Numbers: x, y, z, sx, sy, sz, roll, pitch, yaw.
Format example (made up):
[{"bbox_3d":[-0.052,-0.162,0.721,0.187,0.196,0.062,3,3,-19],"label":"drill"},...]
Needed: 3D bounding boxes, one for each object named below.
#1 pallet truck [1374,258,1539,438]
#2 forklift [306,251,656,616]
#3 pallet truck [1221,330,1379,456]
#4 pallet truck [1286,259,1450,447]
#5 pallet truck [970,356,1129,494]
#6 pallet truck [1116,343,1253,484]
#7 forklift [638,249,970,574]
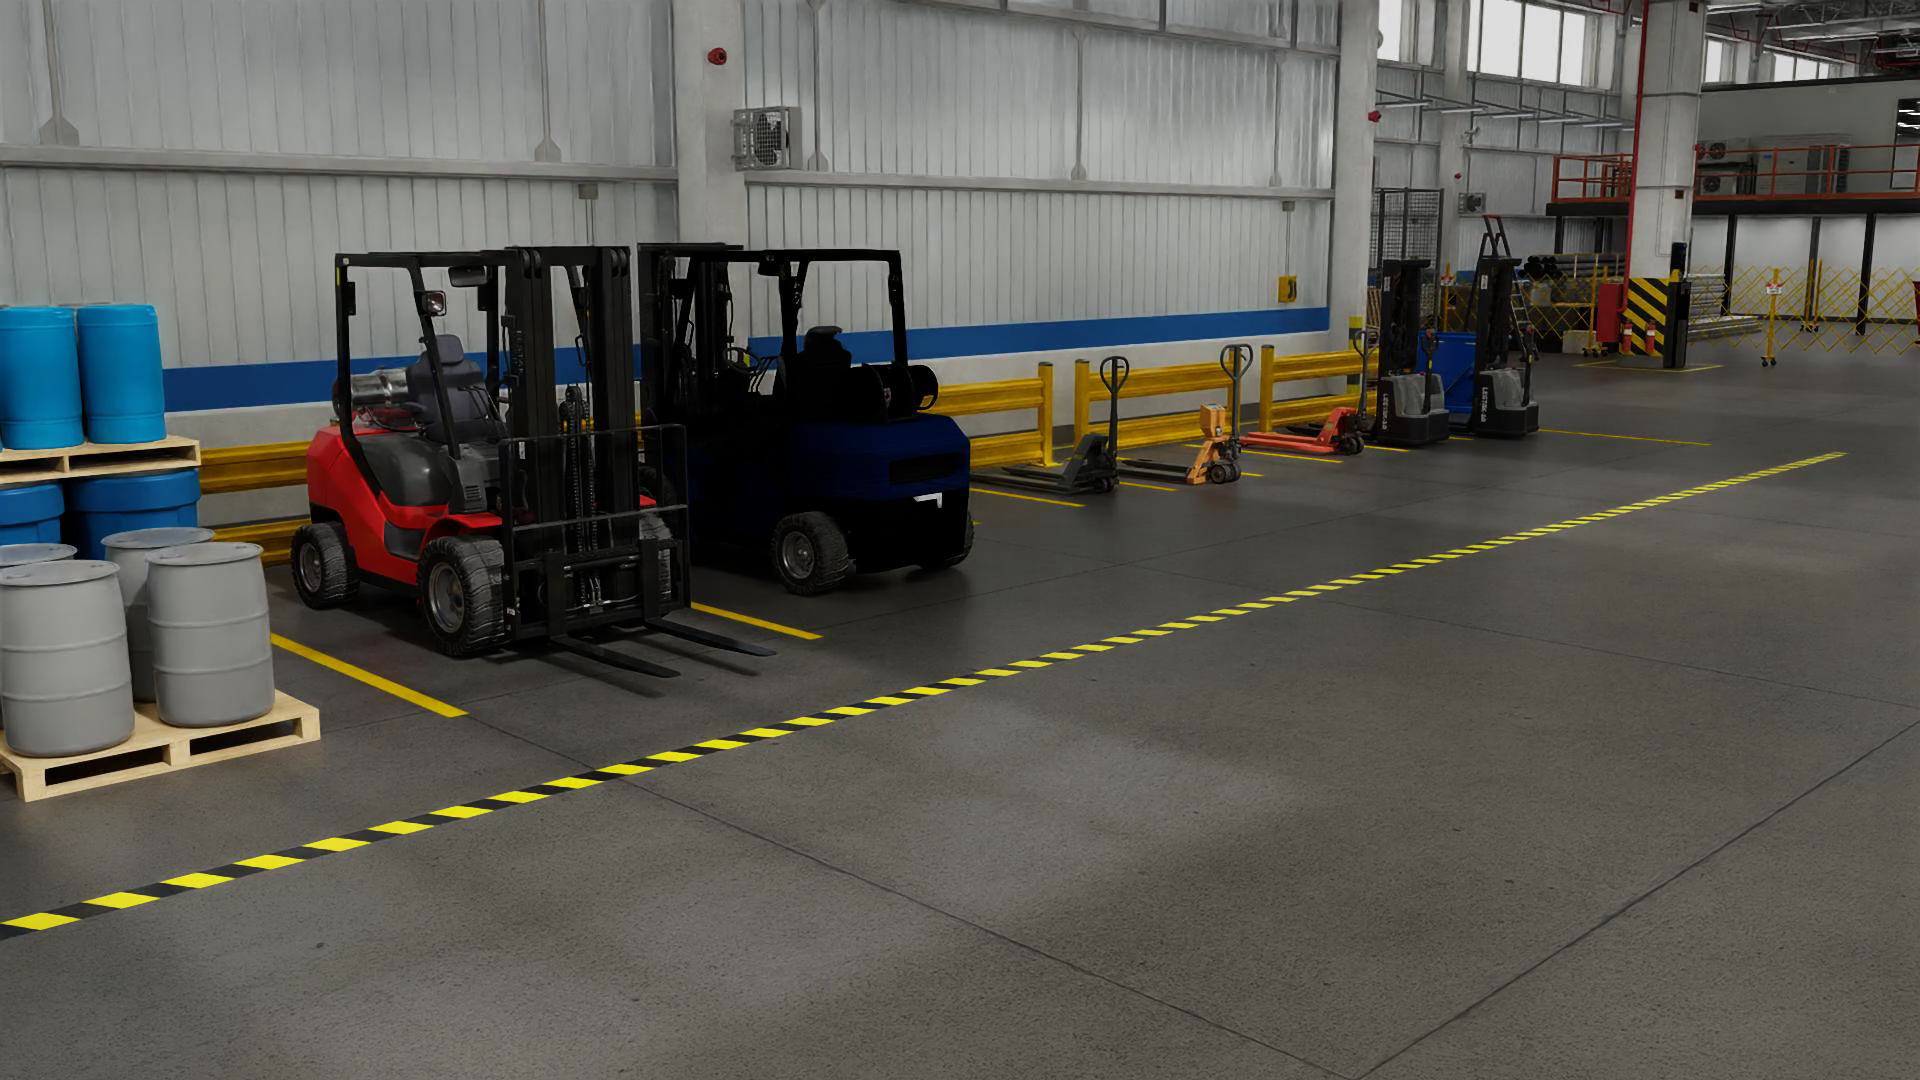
[{"bbox_3d":[5.704,-2.208,18.901,1.885,1.965,0.823,10,14,43],"label":"pallet truck"},{"bbox_3d":[-2.833,-0.669,9.694,1.157,1.987,2.680,-10,14,-44],"label":"forklift"},{"bbox_3d":[3.563,-1.581,17.381,0.653,1.274,1.630,-10,14,-44],"label":"pallet truck"},{"bbox_3d":[4.493,-2.078,18.196,0.823,1.965,1.885,-9,14,-40],"label":"pallet truck"},{"bbox_3d":[0.784,-1.085,14.876,0.680,1.201,1.601,-10,14,-44],"label":"pallet truck"},{"bbox_3d":[1.962,-1.215,15.415,1.522,1.261,0.704,10,14,43],"label":"pallet truck"},{"bbox_3d":[-1.173,-0.958,11.239,2.680,1.987,1.157,10,14,43],"label":"forklift"}]
